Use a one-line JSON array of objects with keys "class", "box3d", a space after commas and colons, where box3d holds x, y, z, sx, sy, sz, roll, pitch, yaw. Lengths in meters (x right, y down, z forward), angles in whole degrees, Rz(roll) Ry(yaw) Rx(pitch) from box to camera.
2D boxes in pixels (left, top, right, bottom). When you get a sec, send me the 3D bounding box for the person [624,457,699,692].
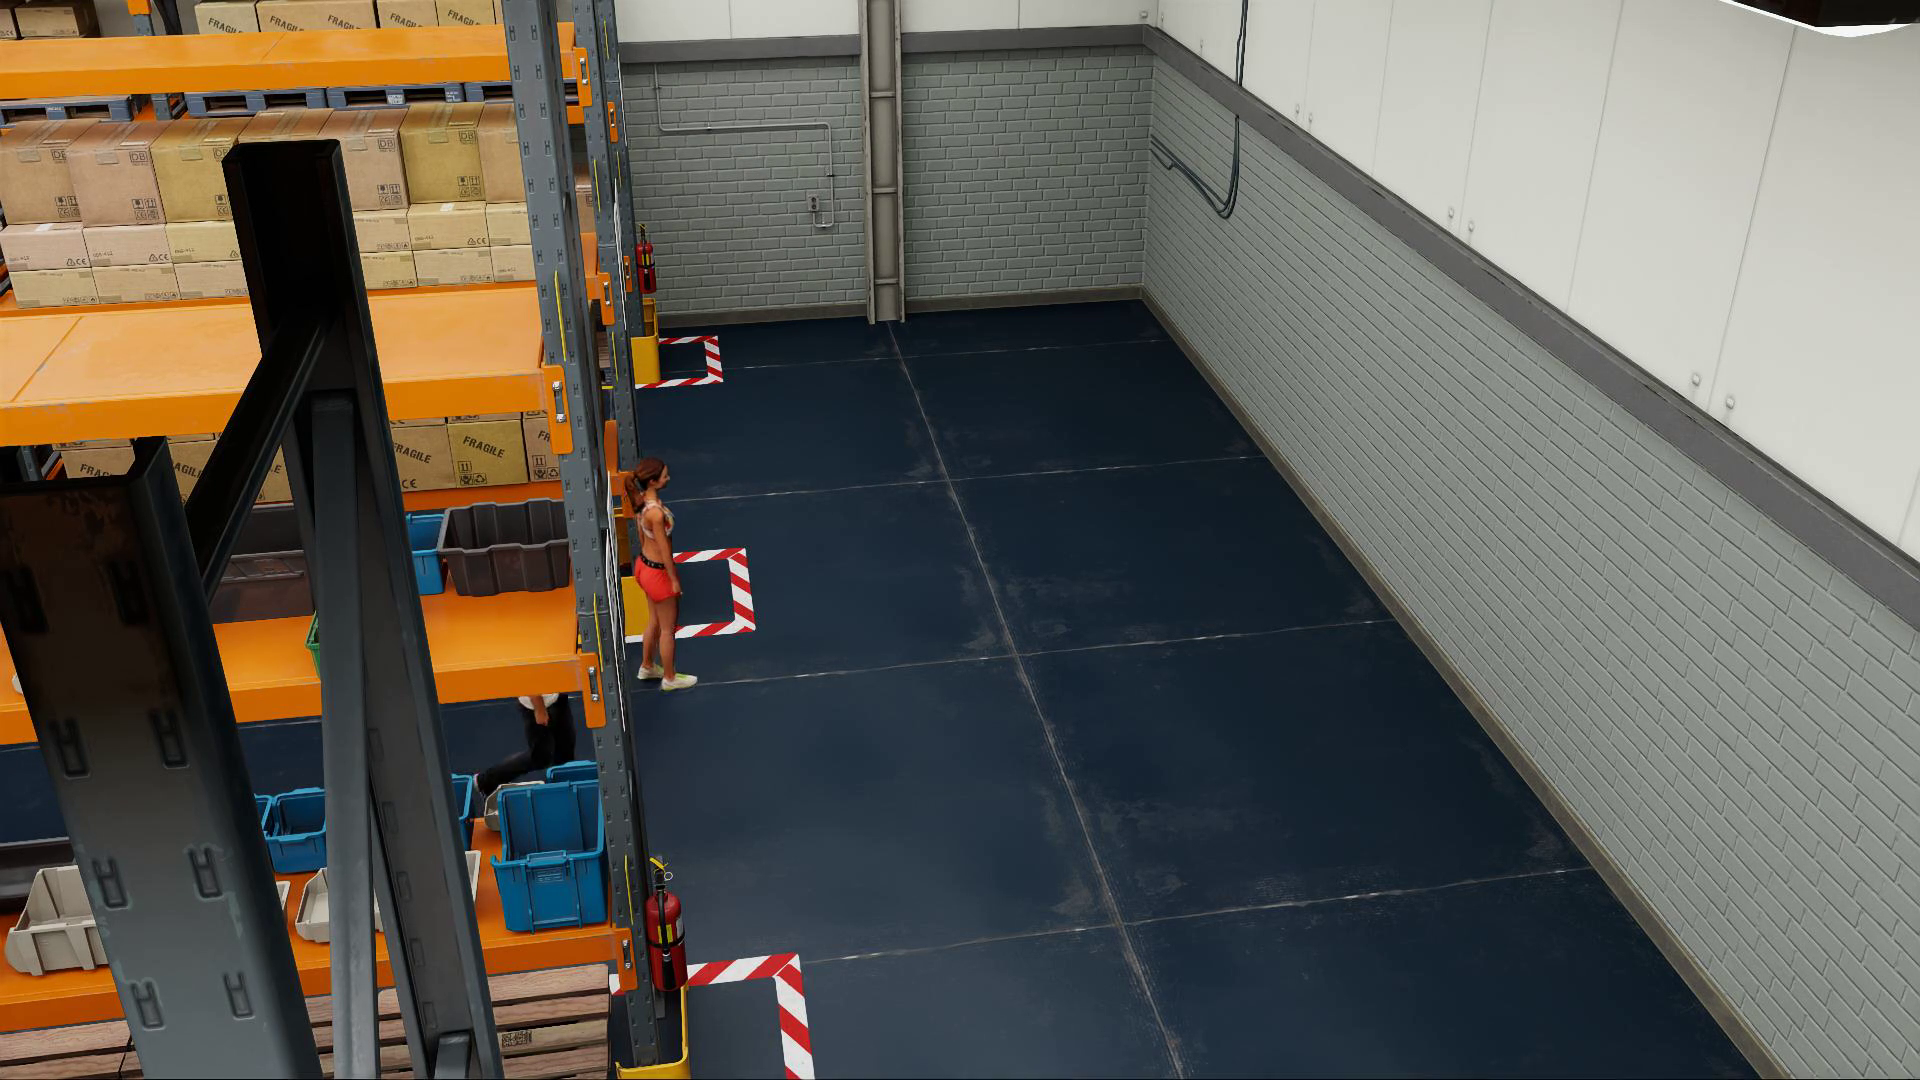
[{"class": "person", "box3d": [-2.115, 0.250, 11.520, 0.695, 1.791, 0.659, -16, 32, -27]}]
